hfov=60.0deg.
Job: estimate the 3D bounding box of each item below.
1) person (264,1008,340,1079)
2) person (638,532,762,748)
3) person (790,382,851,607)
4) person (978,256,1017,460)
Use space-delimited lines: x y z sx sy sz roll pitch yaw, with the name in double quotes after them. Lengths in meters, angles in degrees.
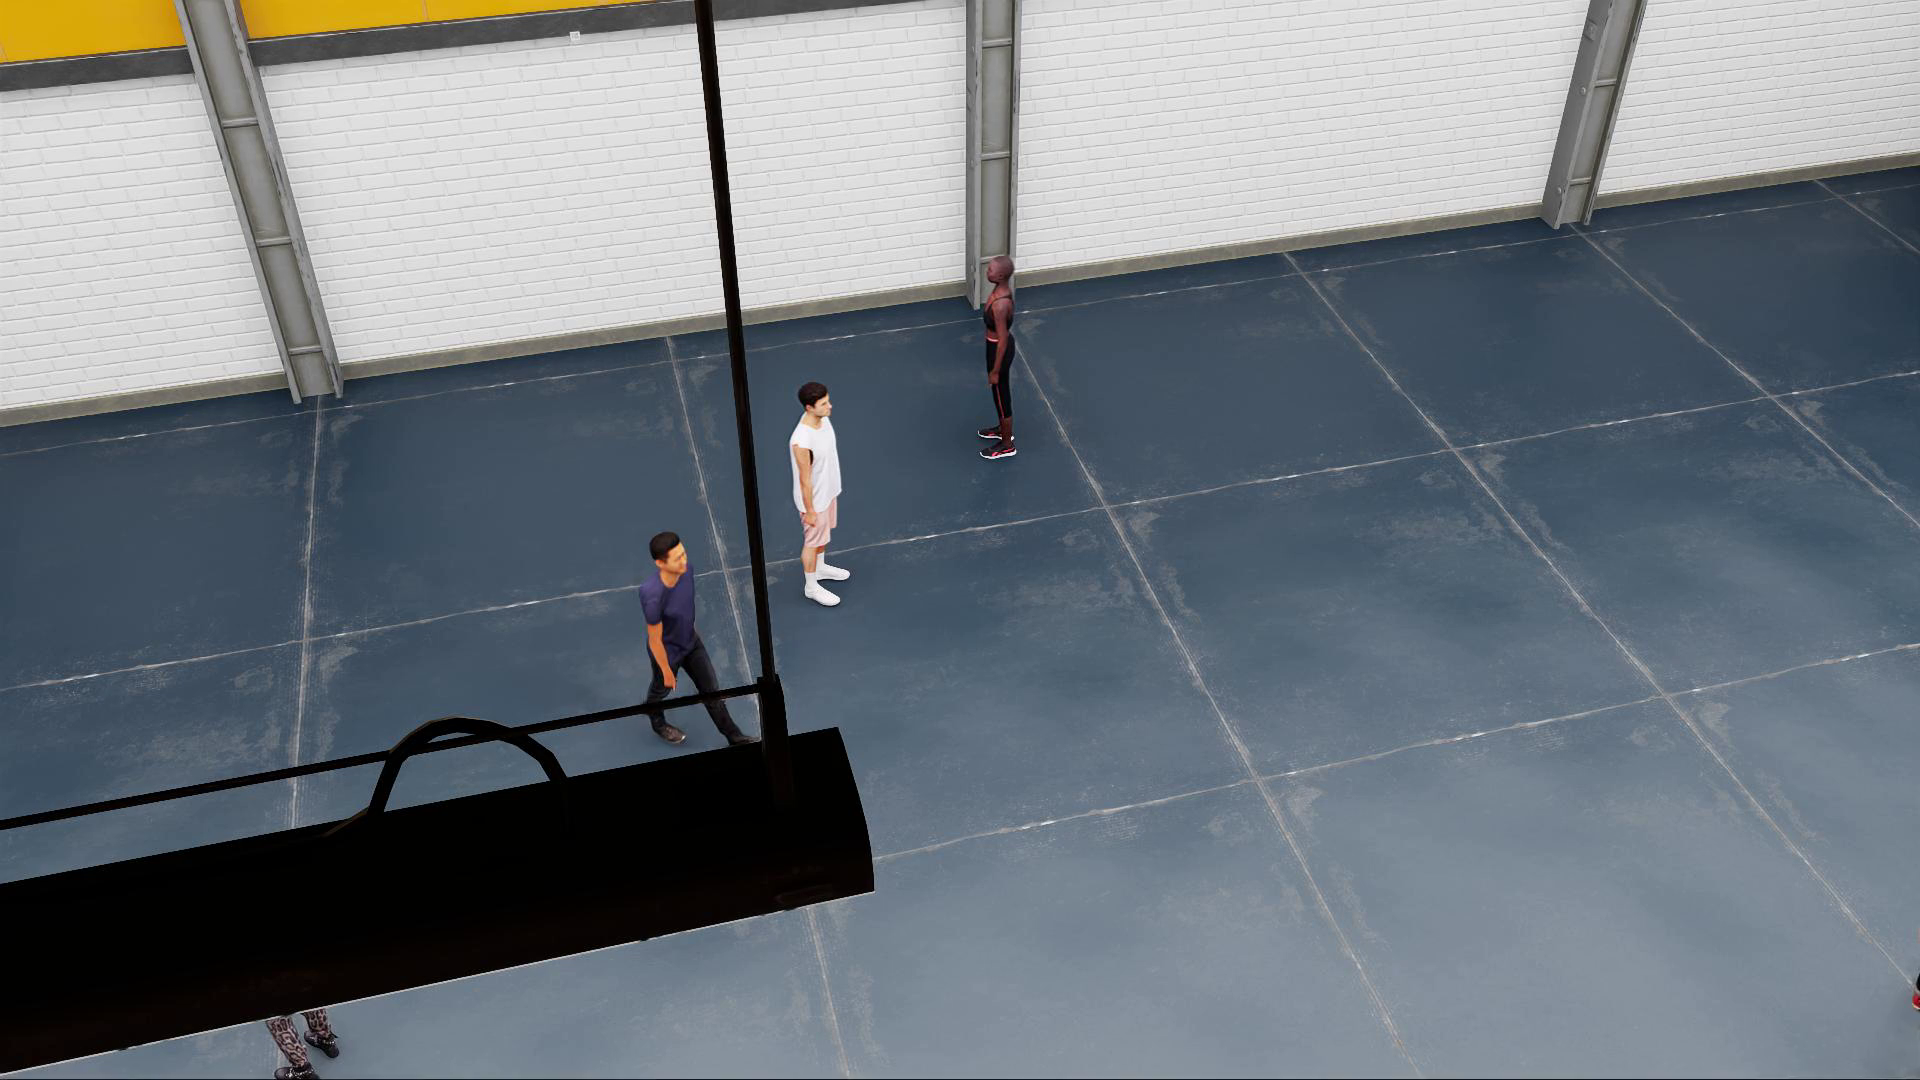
-3.548 2.202 8.559 0.723 1.714 0.681 13 41 16 "person"
-1.872 0.647 10.471 1.150 1.757 1.079 19 42 22 "person"
-1.014 -0.356 11.703 0.724 1.787 0.731 8 39 10 "person"
0.324 -1.451 13.096 0.611 1.758 0.644 0 39 0 "person"
